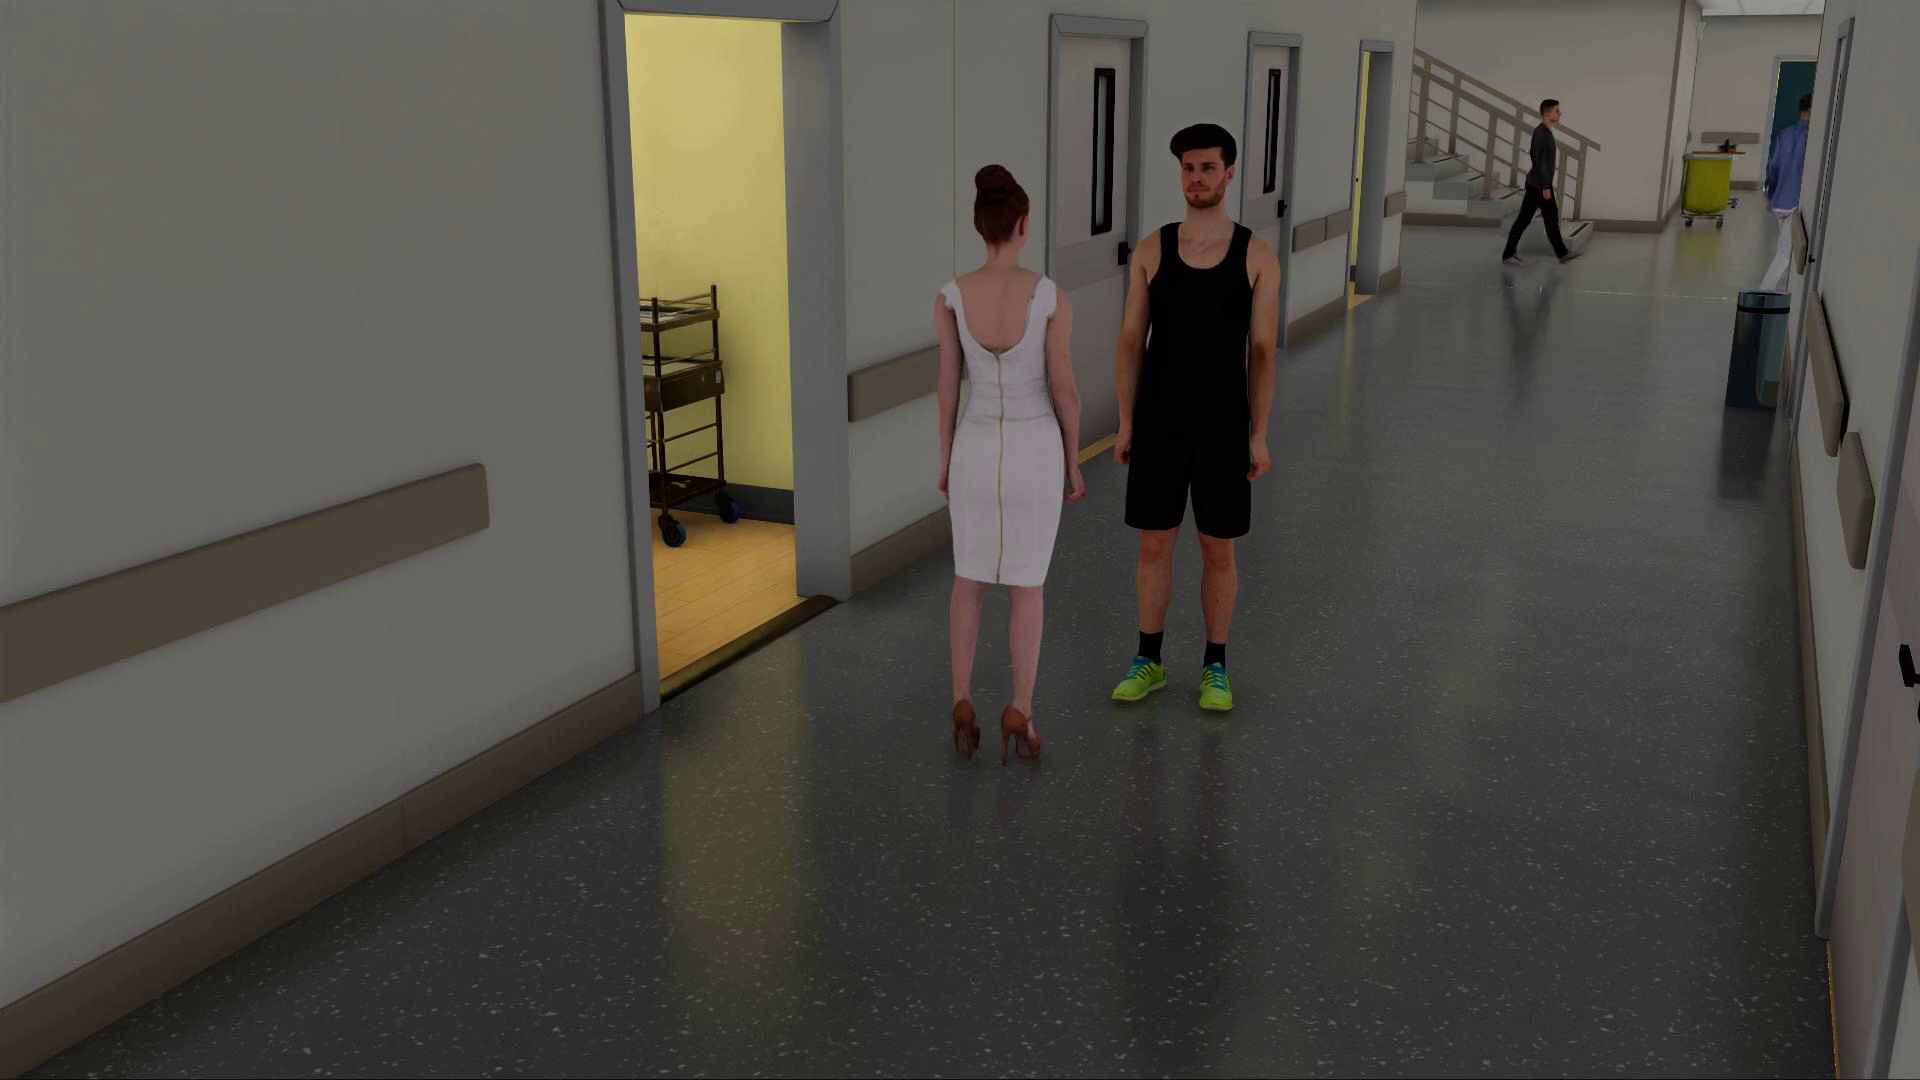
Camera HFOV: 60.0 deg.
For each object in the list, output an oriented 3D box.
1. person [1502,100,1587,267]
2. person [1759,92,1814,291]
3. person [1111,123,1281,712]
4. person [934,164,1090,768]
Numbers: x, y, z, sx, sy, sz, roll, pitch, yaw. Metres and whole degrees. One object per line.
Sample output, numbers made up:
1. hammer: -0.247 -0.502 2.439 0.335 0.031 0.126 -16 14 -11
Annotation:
1. person: 6.061 -3.760 17.681 1.047 1.727 0.634 7 17 25
2. person: 7.180 -2.912 14.443 1.144 1.851 1.033 -4 16 -15
3. person: 0.759 -0.385 5.404 0.575 1.892 0.764 4 16 15
4. person: 0.119 -0.184 4.871 0.435 1.794 0.659 6 17 19
